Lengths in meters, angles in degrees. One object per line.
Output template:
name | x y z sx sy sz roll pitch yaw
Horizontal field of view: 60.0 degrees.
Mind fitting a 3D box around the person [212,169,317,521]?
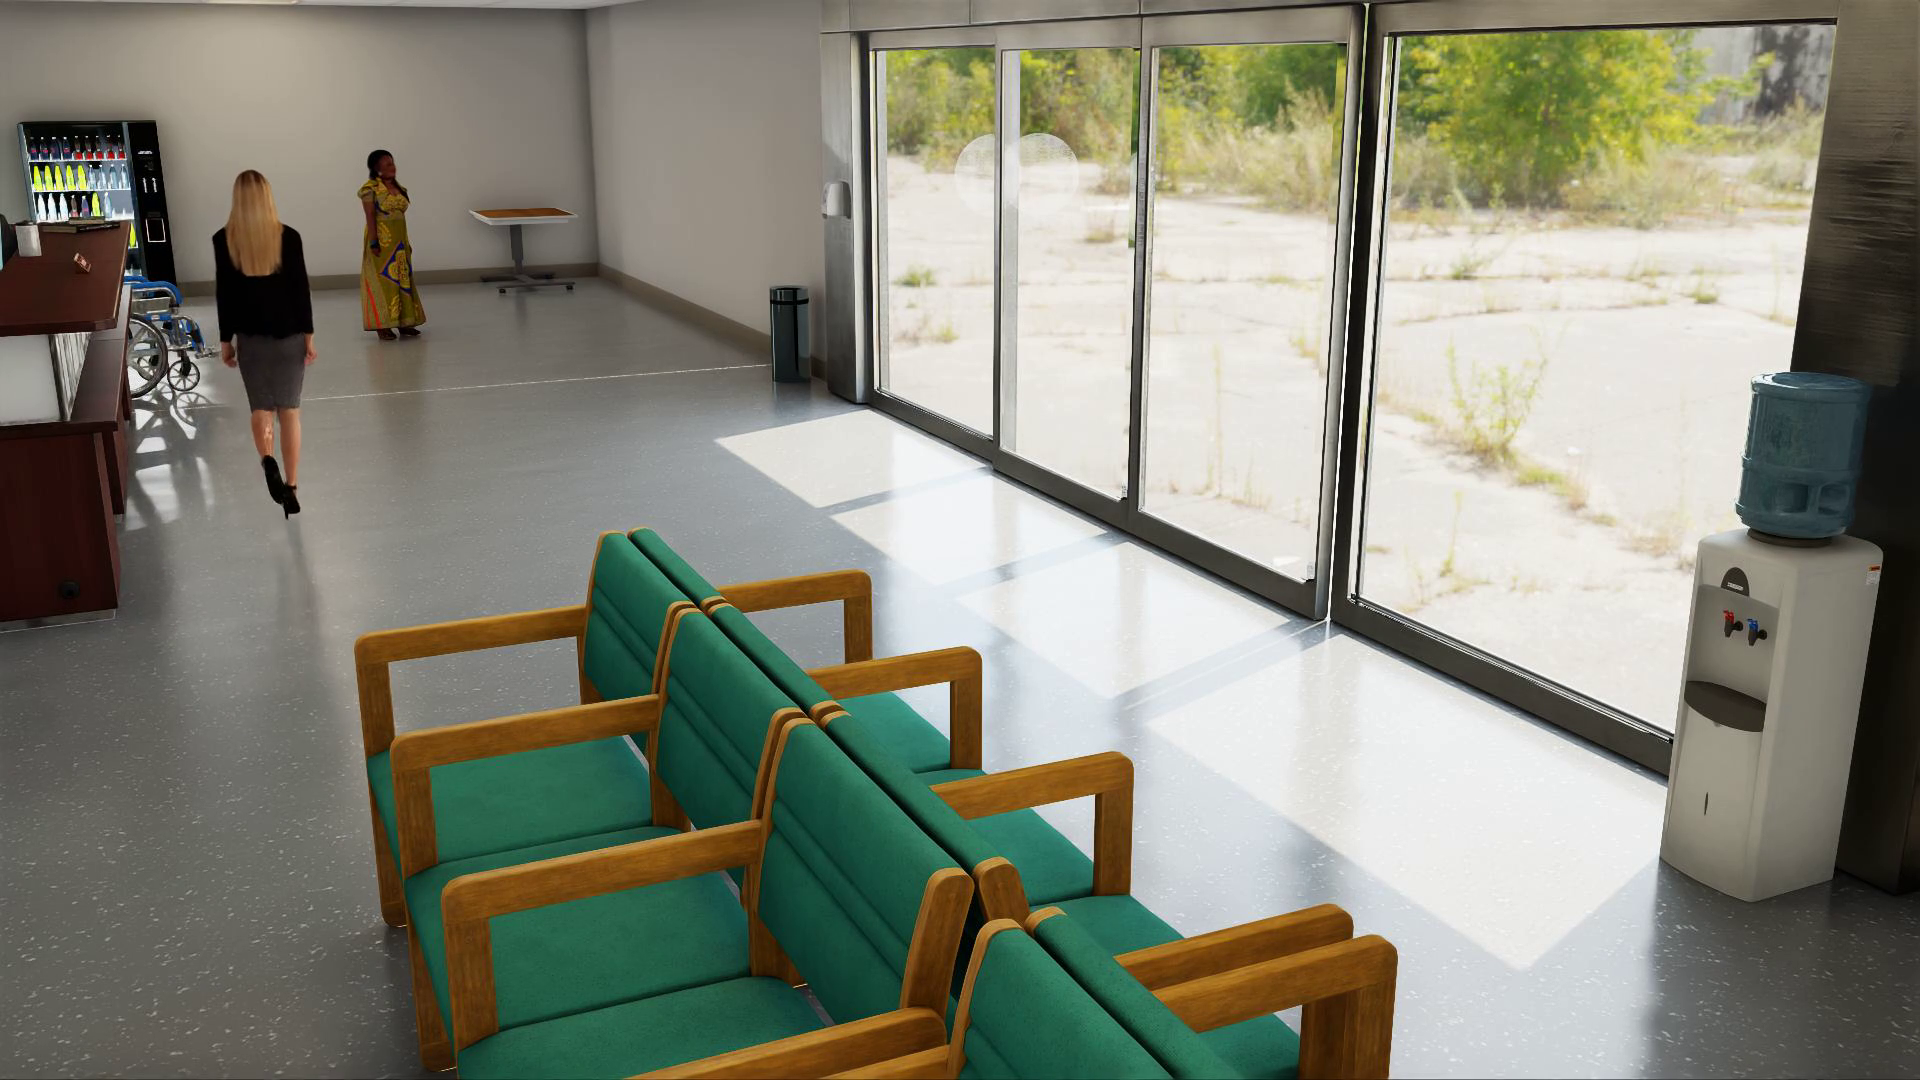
person | -3.528 -0.945 8.520 0.900 1.824 0.712 -6 17 -19

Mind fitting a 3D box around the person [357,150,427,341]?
person | -5.111 -2.647 14.860 1.058 1.659 0.988 6 17 22
